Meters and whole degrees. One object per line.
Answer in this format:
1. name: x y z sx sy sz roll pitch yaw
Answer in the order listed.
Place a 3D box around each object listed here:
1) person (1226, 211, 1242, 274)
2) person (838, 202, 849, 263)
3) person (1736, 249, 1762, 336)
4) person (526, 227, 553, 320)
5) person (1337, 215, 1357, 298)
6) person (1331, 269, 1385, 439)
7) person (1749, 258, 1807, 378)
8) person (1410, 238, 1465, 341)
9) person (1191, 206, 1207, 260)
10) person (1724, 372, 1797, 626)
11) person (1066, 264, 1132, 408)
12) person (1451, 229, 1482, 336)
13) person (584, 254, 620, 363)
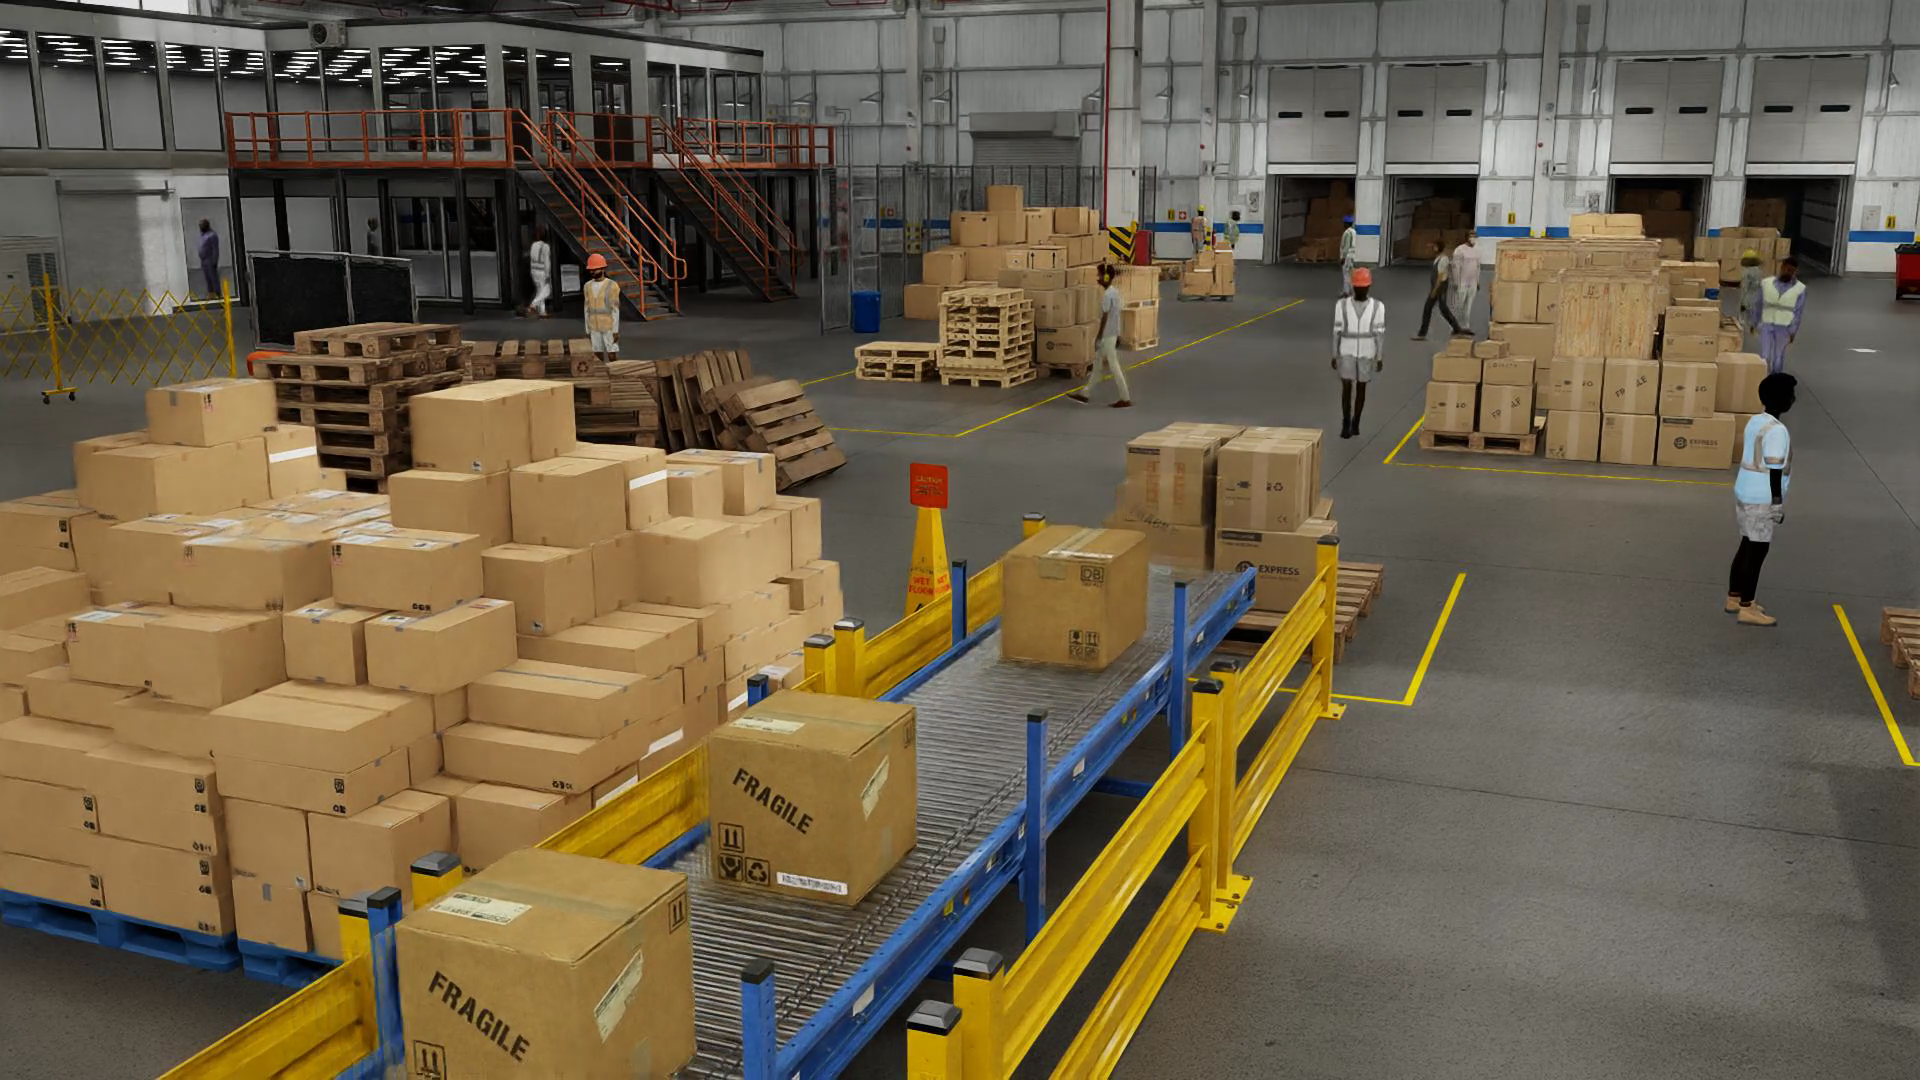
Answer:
1. person: 7.957 -8.631 48.351 0.629 1.814 0.659 1 13 7
2. person: -3.692 -9.925 53.743 0.439 1.973 0.638 0 13 1
3. person: 13.086 -3.918 27.388 0.512 1.714 0.655 -7 14 -29
4. person: -8.475 -5.323 33.356 0.591 1.862 0.622 10 16 39
5. person: 9.184 -6.723 39.449 0.394 1.945 0.618 7 15 30
6. person: 4.479 -2.073 18.710 0.567 1.894 0.938 3 13 12
7. person: 11.037 -2.891 22.508 0.664 1.843 0.996 8 15 32
8. person: 8.517 -4.424 29.442 0.901 1.819 0.511 -1 13 -4
9. person: 7.330 -9.274 50.963 0.402 1.918 0.591 -11 17 -41
10. person: 5.366 -0.278 11.134 0.319 1.693 0.537 2 13 10
11. person: 1.803 -2.600 21.243 0.892 1.826 0.559 3 13 13
12. person: 9.259 -4.697 30.384 0.629 1.940 0.376 -6 14 -27
13. person: -4.720 -2.794 21.888 0.539 1.929 0.392 5 14 22
